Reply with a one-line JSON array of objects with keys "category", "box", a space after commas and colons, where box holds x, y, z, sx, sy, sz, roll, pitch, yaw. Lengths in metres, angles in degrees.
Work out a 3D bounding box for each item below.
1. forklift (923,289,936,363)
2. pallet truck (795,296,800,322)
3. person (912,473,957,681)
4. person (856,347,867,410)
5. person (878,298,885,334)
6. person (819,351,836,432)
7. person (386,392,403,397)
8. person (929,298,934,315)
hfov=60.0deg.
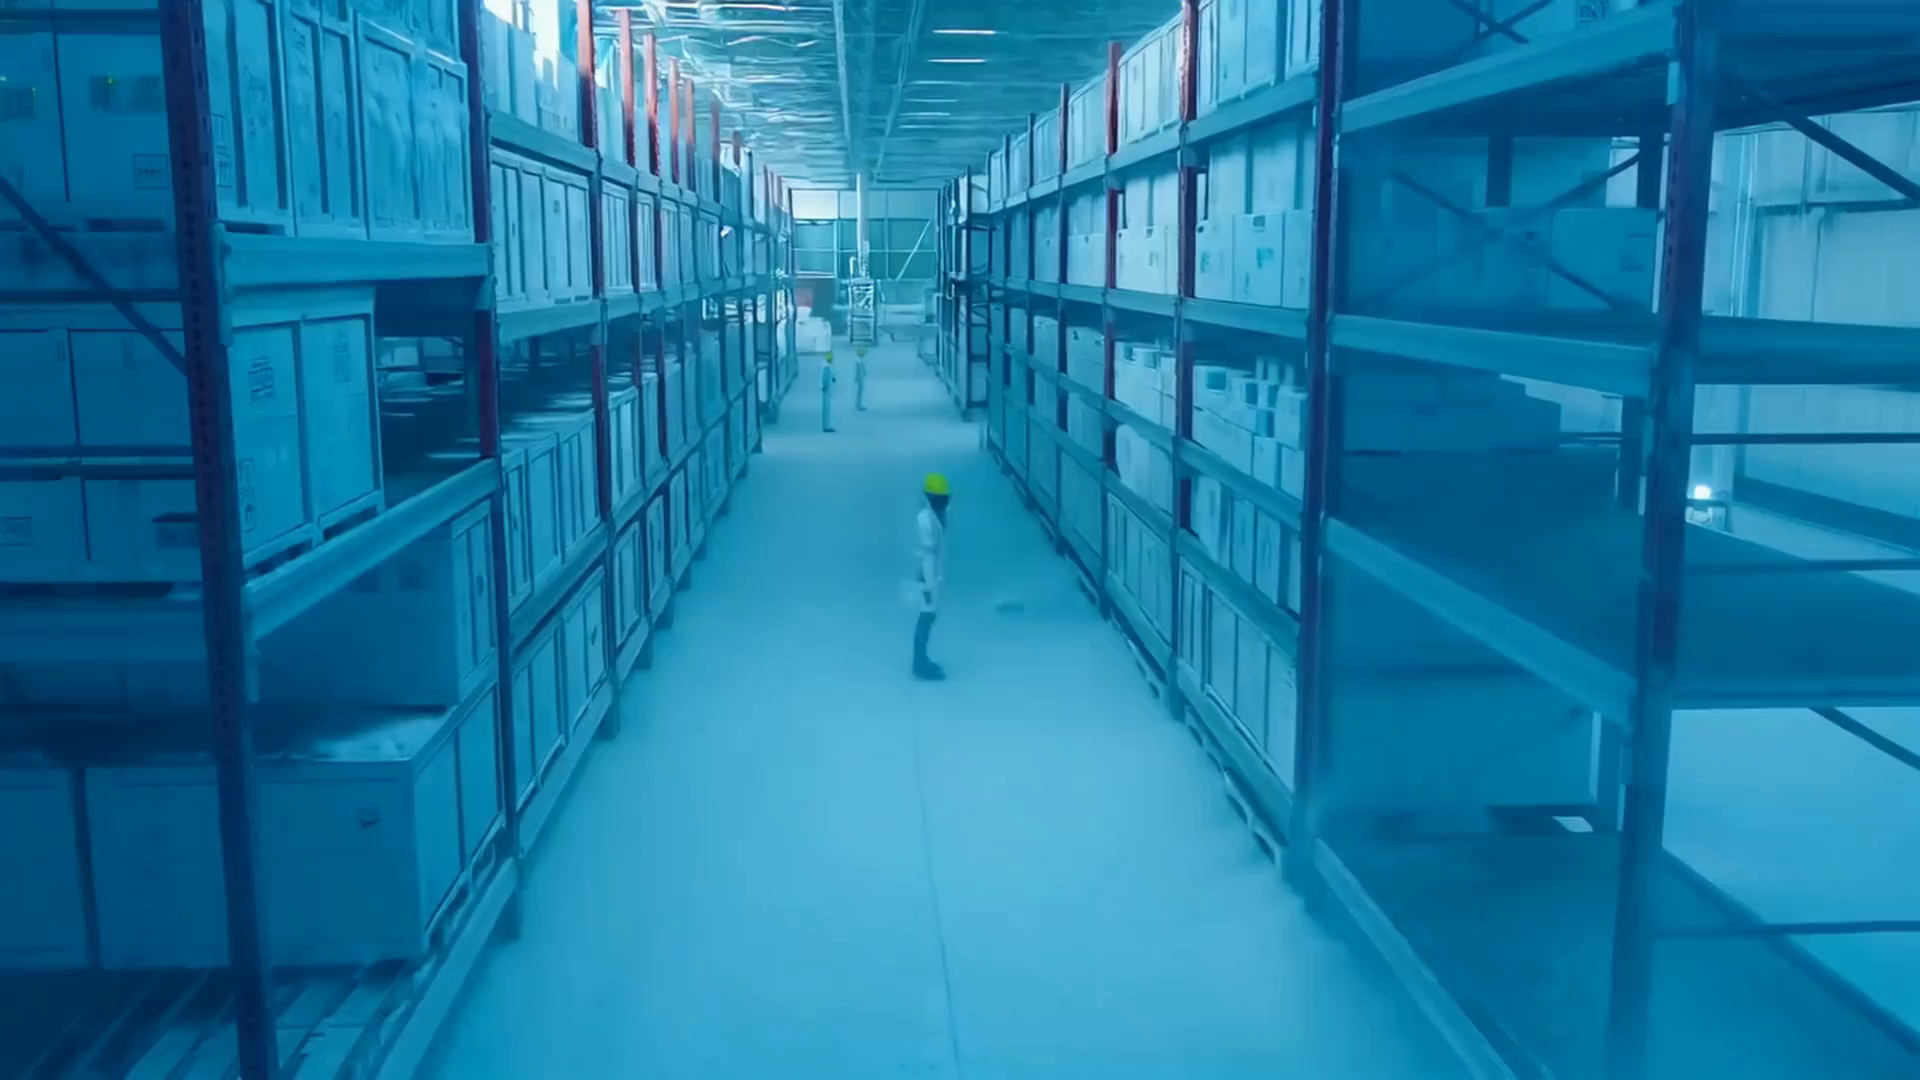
[{"category": "forklift", "box": [-0.838, -8.197, 63.430, 1.129, 2.768, 1.873, -1, 10, -3]}, {"category": "pallet truck", "box": [-8.622, -12.439, 91.403, 1.885, 1.965, 0.823, 2, 10, 13]}, {"category": "person", "box": [-0.248, 0.339, 15.345, 0.459, 1.925, 0.569, 1, 10, 4]}, {"category": "person", "box": [-2.566, -4.189, 43.209, 0.266, 1.631, 0.507, -1, 10, -4]}, {"category": "person", "box": [-4.222, -12.041, 89.206, 0.356, 1.936, 0.635, -1, 10, -4]}, {"category": "person", "box": [-3.002, -3.358, 37.612, 0.372, 1.843, 0.570, -1, 10, -4]}, {"category": "person", "box": [-8.242, -1.231, 24.405, 0.439, 2.029, 0.637, -2, 10, -10]}, {"category": "person", "box": [-1.524, -11.912, 88.438, 0.373, 1.934, 0.551, -1, 10, -4]}]
